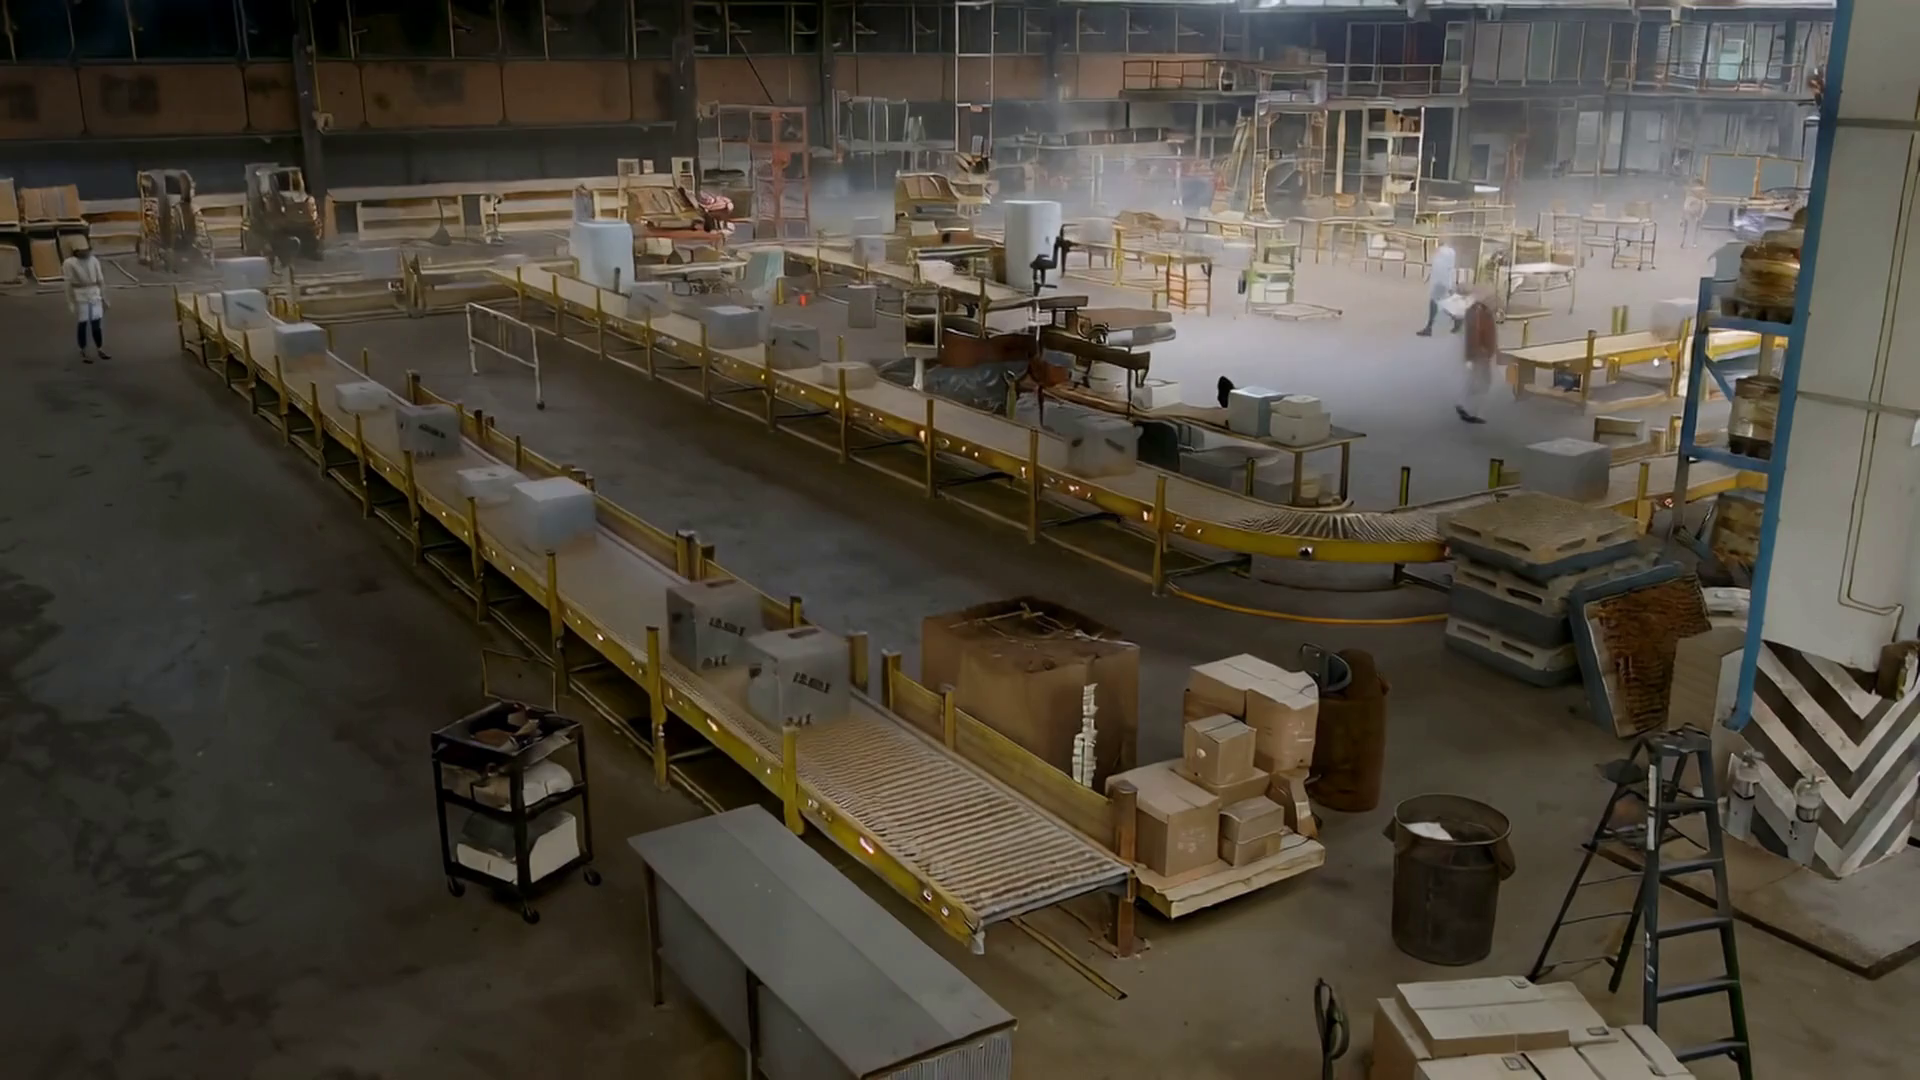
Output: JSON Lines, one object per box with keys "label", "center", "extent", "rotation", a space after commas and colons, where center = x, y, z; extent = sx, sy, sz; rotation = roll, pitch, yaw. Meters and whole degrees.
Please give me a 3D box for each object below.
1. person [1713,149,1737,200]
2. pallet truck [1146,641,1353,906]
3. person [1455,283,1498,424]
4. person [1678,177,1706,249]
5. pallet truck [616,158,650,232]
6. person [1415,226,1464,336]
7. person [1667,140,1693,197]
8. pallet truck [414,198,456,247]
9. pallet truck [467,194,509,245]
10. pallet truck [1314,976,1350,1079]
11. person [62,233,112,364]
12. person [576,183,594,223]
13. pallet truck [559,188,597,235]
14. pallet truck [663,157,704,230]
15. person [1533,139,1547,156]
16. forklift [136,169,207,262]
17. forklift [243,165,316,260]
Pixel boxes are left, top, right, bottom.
{"label": "person", "center": [22.749, -10.687, 49.497], "extent": [0.624, 1.864, 0.501], "rotation": [13, 21, 37]}
{"label": "pallet truck", "center": [1.664, 1.407, 10.232], "extent": [1.630, 1.274, 0.653], "rotation": [-10, 20, -31]}
{"label": "person", "center": [6.933, -2.465, 22.104], "extent": [0.430, 1.885, 0.644], "rotation": [10, 20, 31]}
{"label": "person", "center": [18.032, -8.049, 40.937], "extent": [0.487, 1.744, 0.297], "rotation": [11, 20, 32]}
{"label": "pallet truck", "center": [-8.918, -9.176, 44.255], "extent": [0.823, 1.965, 1.885], "rotation": [-9, 19, -27]}
{"label": "person", "center": [8.412, -4.496, 28.864], "extent": [0.946, 1.903, 0.545], "rotation": [-4, 17, -14]}
{"label": "person", "center": [23.601, -12.168, 54.475], "extent": [0.849, 1.857, 0.613], "rotation": [-2, 17, -8]}
{"label": "pallet truck", "center": [-13.250, -8.060, 41.856], "extent": [0.680, 1.201, 1.601], "rotation": [-10, 20, -31]}
{"label": "pallet truck", "center": [-11.983, -8.177, 42.137], "extent": [0.704, 1.261, 1.522], "rotation": [-11, 20, -33]}
{"label": "pallet truck", "center": [2.299, 2.390, 7.086], "extent": [1.601, 1.201, 0.680], "rotation": [-2, 17, -7]}
{"label": "person", "center": [-13.839, -3.834, 26.398], "extent": [0.392, 2.045, 0.608], "rotation": [13, 21, 36]}
{"label": "person", "center": [-8.790, -7.471, 38.992], "extent": [0.351, 1.760, 0.534], "rotation": [-12, 21, -35]}
{"label": "pallet truck", "center": [-10.010, -8.652, 43.699], "extent": [0.653, 1.274, 1.630], "rotation": [-10, 20, -31]}
{"label": "pallet truck", "center": [-7.586, -9.308, 44.692], "extent": [0.823, 1.965, 1.885], "rotation": [-11, 20, -33]}
{"label": "person", "center": [24.246, -16.742, 69.602], "extent": [0.636, 1.900, 0.397], "rotation": [10, 19, 29]}
{"label": "forklift", "center": [-17.842, -7.318, 37.559], "extent": [1.157, 1.987, 2.680], "rotation": [-10, 20, -31]}
{"label": "forklift", "center": [-15.898, -7.669, 38.708], "extent": [1.157, 1.987, 2.680], "rotation": [-11, 20, -33]}
